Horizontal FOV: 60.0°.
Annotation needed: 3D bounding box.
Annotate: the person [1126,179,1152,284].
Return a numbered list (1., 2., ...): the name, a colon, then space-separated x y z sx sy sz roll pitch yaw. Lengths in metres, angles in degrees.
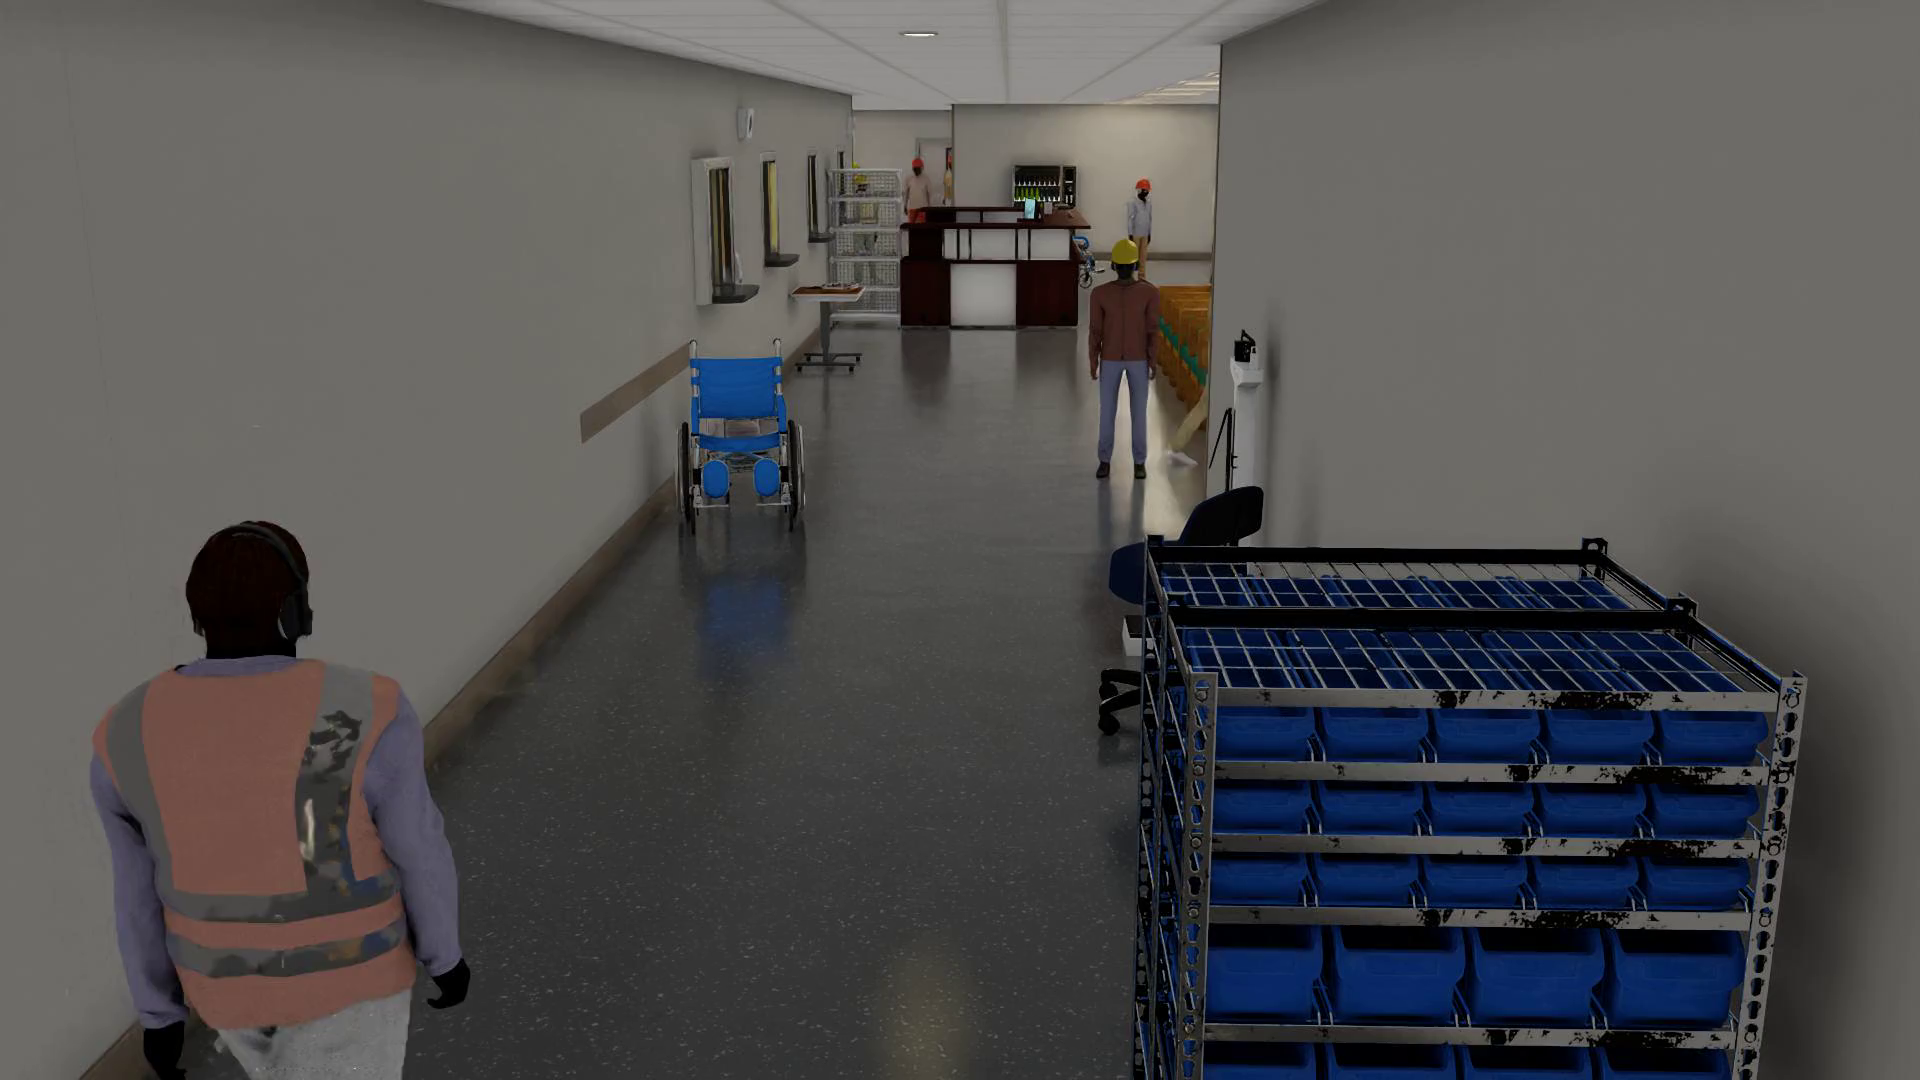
1. person: 2.974 -5.057 27.361 0.566 1.742 0.360 -12 18 -41

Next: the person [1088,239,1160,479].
1. person: 1.194 -1.313 12.146 0.518 1.756 0.351 1 14 5

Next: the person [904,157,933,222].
1. person: -0.860 -6.973 34.680 0.629 1.974 0.769 3 14 14

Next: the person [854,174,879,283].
1. person: -1.587 -5.019 27.059 0.598 1.825 0.411 -9 16 -32

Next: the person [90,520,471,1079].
1. person: -1.316 0.862 3.231 0.617 1.810 0.947 1 14 6
